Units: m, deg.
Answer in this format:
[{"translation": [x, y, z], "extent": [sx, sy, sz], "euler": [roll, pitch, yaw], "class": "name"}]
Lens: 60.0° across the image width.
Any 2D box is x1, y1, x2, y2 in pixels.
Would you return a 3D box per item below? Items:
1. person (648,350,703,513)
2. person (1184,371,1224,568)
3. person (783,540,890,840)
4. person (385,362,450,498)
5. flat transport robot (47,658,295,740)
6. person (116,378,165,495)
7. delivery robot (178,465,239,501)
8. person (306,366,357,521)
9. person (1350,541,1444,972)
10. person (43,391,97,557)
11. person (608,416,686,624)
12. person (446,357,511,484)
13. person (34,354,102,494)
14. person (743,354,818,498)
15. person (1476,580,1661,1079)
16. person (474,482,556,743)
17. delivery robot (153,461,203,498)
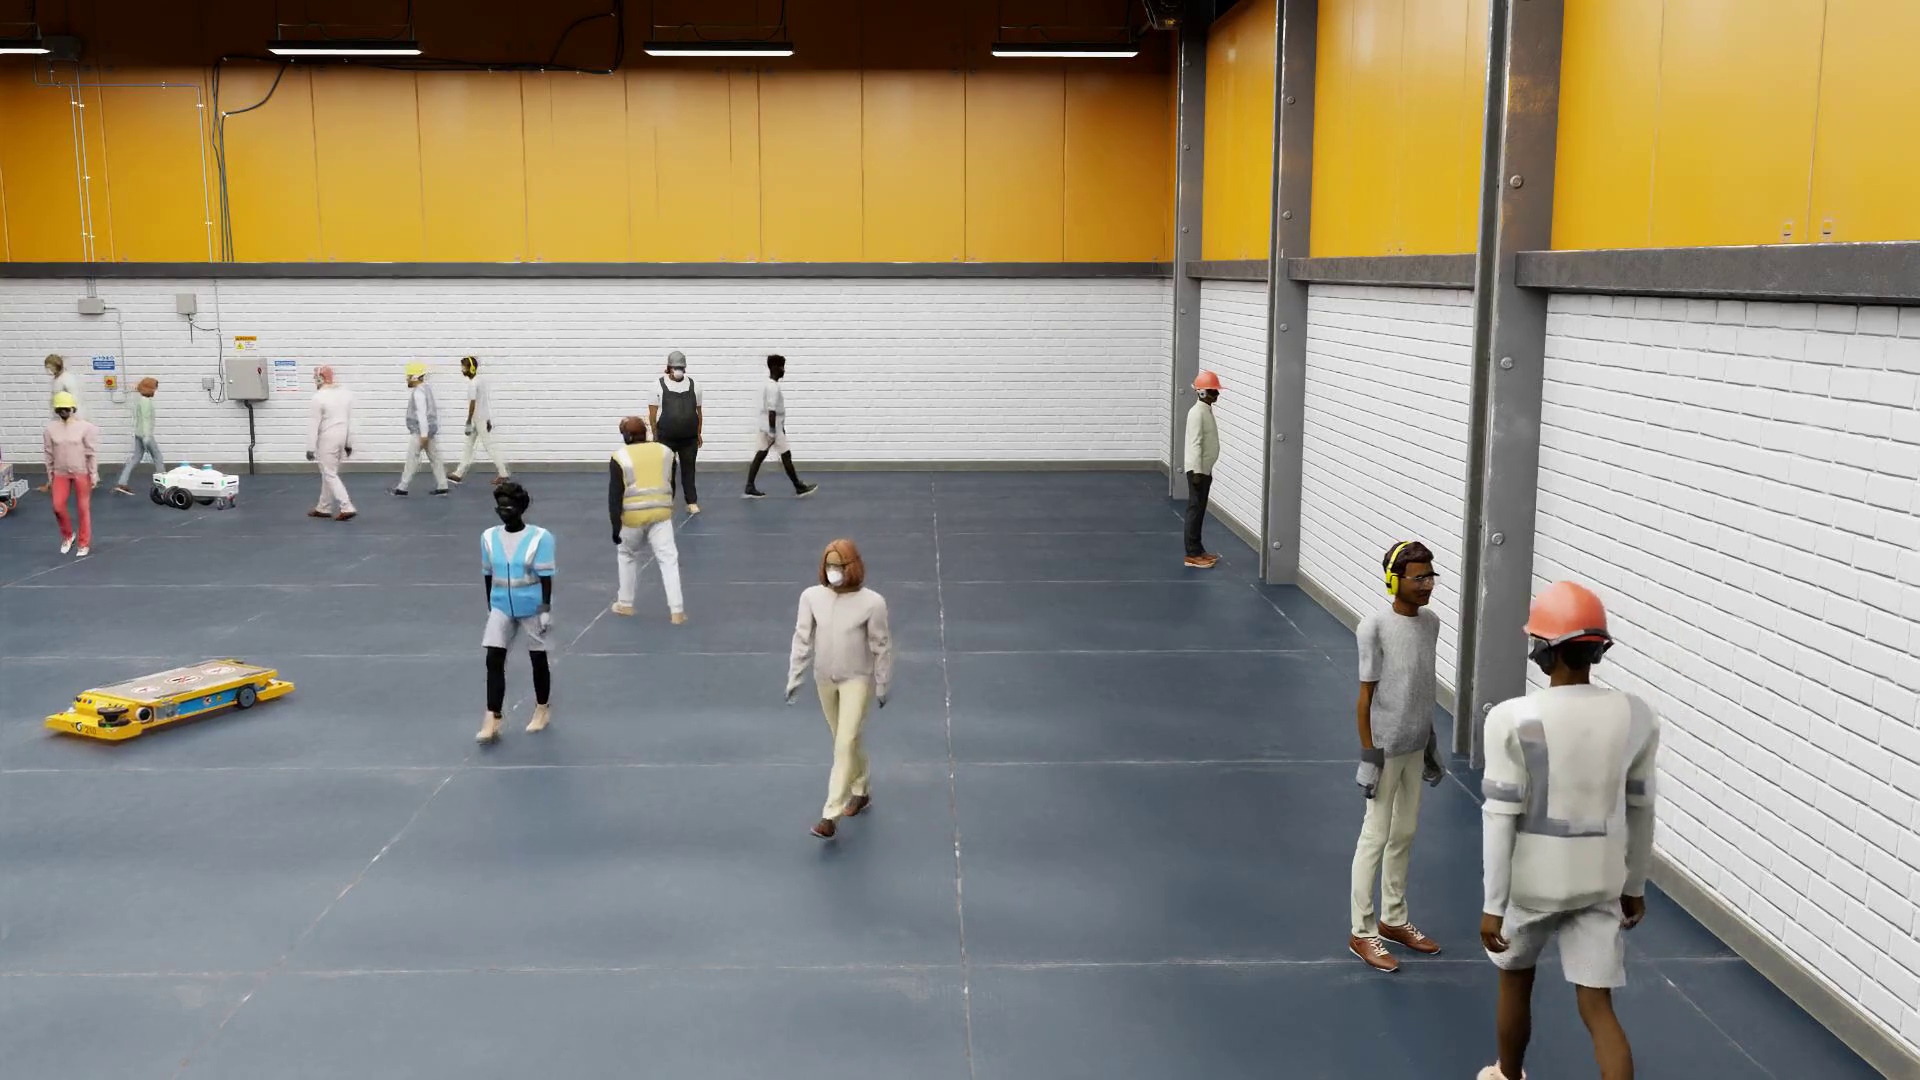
[{"translation": [-3.480, -1.329, 20.570], "extent": [0.684, 2.000, 0.536], "euler": [-4, 10, -24], "class": "person"}, {"translation": [2.488, -0.727, 17.022], "extent": [0.389, 1.996, 0.612], "euler": [3, 10, 19], "class": "person"}, {"translation": [-0.662, 0.793, 8.946], "extent": [0.498, 1.588, 0.863], "euler": [4, 10, 24], "class": "person"}, {"translation": [-7.232, -1.451, 22.070], "extent": [0.871, 1.790, 0.617], "euler": [-1, 9, -6], "class": "person"}, {"translation": [-5.347, 1.061, 11.331], "extent": [0.652, 0.197, 1.431], "euler": [5, 10, 27], "class": "flat transport robot"}, {"translation": [-11.005, -1.398, 22.409], "extent": [0.828, 1.583, 0.520], "euler": [-6, 11, -34], "class": "person"}, {"translation": [-9.503, -0.711, 21.038], "extent": [0.707, 0.478, 0.477], "euler": [2, 9, 15], "class": "delivery robot"}, {"translation": [-7.637, -1.164, 20.089], "extent": [0.813, 1.875, 0.663], "euler": [3, 10, 18], "class": "person"}, {"translation": [1.930, 0.926, 7.274], "extent": [0.508, 1.872, 0.329], "euler": [-7, 12, -38], "class": "person"}, {"translation": [-9.354, -0.688, 17.518], "extent": [0.524, 1.755, 0.377], "euler": [-2, 10, -14], "class": "person"}, {"translation": [-2.717, -0.175, 14.382], "extent": [0.652, 1.777, 0.883], "euler": [-5, 11, -28], "class": "person"}, {"translation": [-6.799, -1.651, 23.259], "extent": [1.003, 1.808, 0.544], "euler": [-1, 9, -9], "class": "person"}, {"translation": [-12.173, -1.572, 22.541], "extent": [0.980, 1.873, 0.731], "euler": [-9, 13, -43], "class": "person"}, {"translation": [-2.424, -1.495, 21.988], "extent": [1.001, 1.908, 0.630], "euler": [-3, 10, -20], "class": "person"}, {"translation": [2.041, 1.144, 5.531], "extent": [0.625, 2.014, 1.000], "euler": [-1, 9, -5], "class": "person"}, {"translation": [-2.862, 0.475, 10.654], "extent": [0.538, 1.670, 0.739], "euler": [1, 9, 8], "class": "person"}, {"translation": [-9.968, -0.771, 21.411], "extent": [0.477, 0.478, 0.707], "euler": [8, 12, 42], "class": "delivery robot"}]
